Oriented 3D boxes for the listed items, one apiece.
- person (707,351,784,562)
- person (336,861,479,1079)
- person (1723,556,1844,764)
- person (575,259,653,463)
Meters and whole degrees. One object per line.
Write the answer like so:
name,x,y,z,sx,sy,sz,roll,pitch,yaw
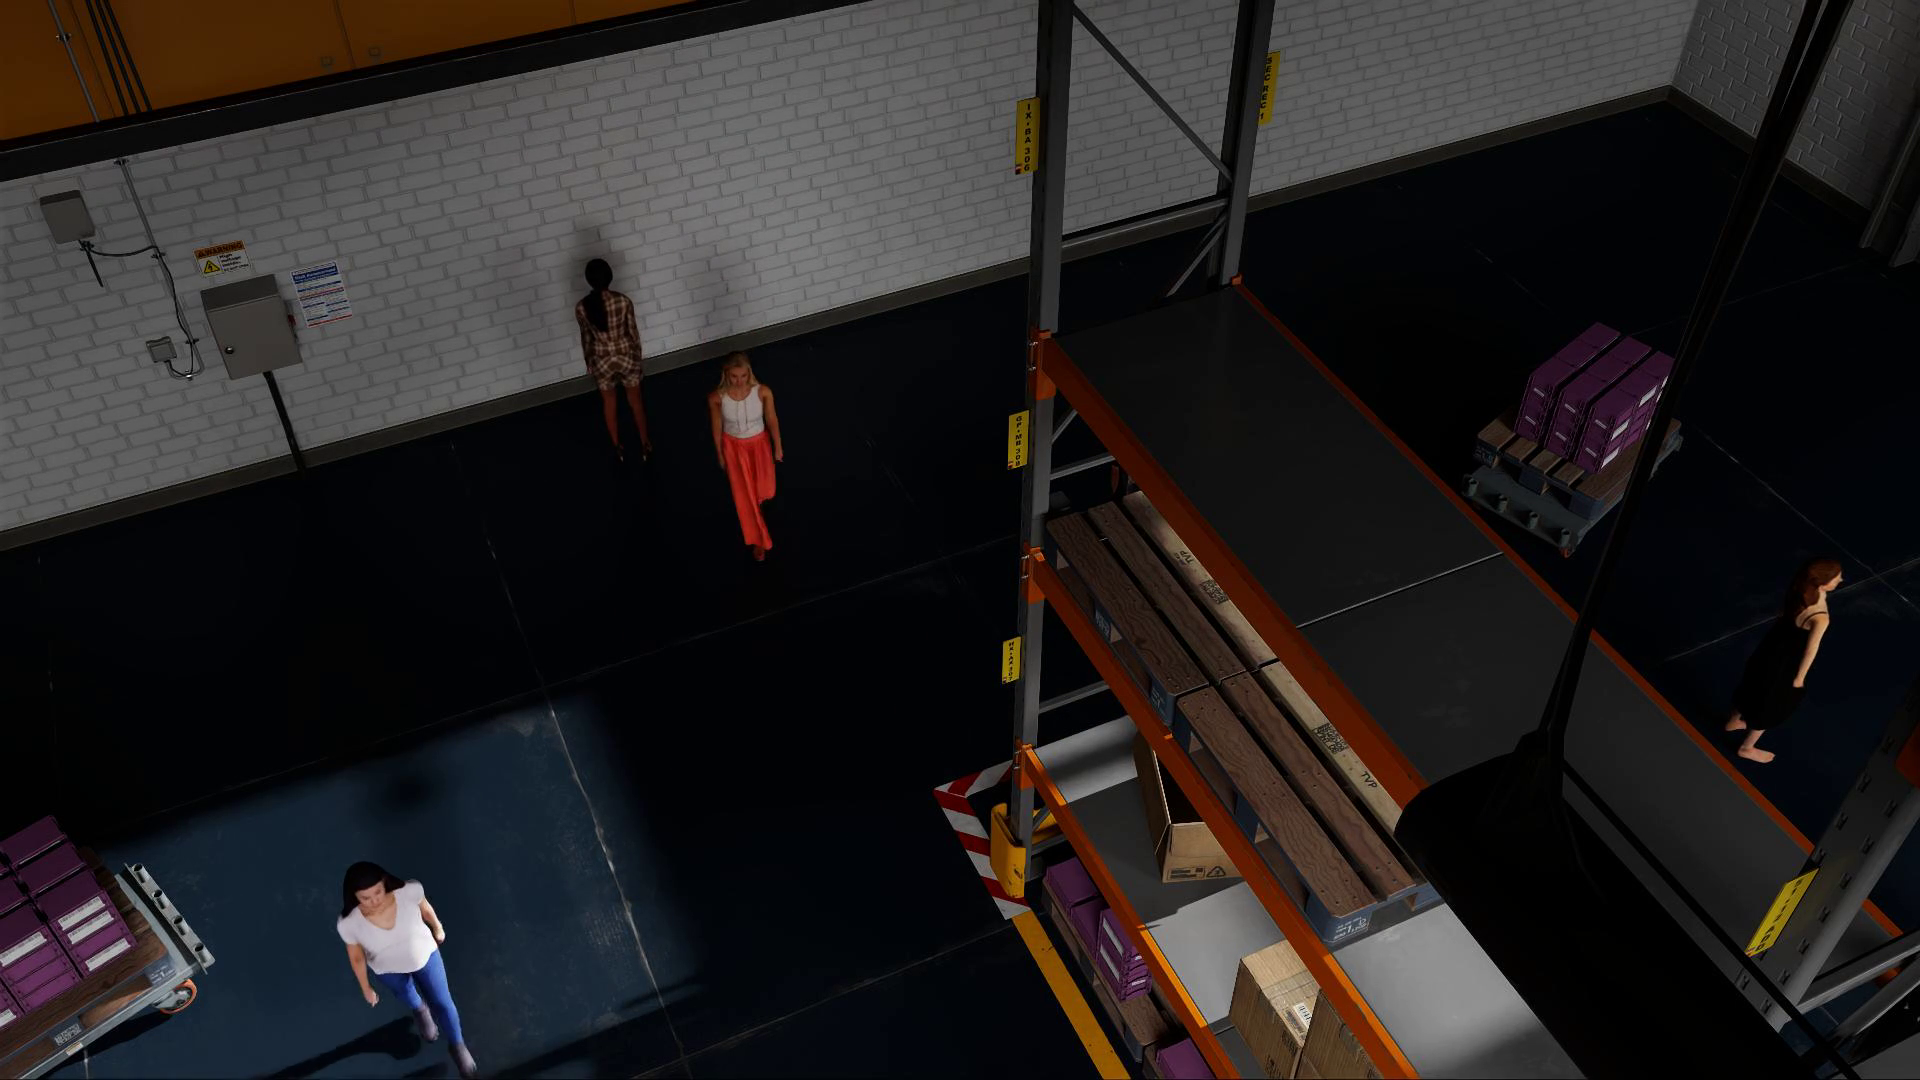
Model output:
person,-1.515,-0.697,11.653,0.802,1.769,1.050,-6,44,-6
person,-2.955,2.141,8.752,0.673,1.662,0.866,-22,48,-21
person,5.091,0.708,10.283,0.713,1.624,0.624,1,44,1
person,-2.542,-1.298,12.268,0.648,1.791,0.647,-5,44,-5
